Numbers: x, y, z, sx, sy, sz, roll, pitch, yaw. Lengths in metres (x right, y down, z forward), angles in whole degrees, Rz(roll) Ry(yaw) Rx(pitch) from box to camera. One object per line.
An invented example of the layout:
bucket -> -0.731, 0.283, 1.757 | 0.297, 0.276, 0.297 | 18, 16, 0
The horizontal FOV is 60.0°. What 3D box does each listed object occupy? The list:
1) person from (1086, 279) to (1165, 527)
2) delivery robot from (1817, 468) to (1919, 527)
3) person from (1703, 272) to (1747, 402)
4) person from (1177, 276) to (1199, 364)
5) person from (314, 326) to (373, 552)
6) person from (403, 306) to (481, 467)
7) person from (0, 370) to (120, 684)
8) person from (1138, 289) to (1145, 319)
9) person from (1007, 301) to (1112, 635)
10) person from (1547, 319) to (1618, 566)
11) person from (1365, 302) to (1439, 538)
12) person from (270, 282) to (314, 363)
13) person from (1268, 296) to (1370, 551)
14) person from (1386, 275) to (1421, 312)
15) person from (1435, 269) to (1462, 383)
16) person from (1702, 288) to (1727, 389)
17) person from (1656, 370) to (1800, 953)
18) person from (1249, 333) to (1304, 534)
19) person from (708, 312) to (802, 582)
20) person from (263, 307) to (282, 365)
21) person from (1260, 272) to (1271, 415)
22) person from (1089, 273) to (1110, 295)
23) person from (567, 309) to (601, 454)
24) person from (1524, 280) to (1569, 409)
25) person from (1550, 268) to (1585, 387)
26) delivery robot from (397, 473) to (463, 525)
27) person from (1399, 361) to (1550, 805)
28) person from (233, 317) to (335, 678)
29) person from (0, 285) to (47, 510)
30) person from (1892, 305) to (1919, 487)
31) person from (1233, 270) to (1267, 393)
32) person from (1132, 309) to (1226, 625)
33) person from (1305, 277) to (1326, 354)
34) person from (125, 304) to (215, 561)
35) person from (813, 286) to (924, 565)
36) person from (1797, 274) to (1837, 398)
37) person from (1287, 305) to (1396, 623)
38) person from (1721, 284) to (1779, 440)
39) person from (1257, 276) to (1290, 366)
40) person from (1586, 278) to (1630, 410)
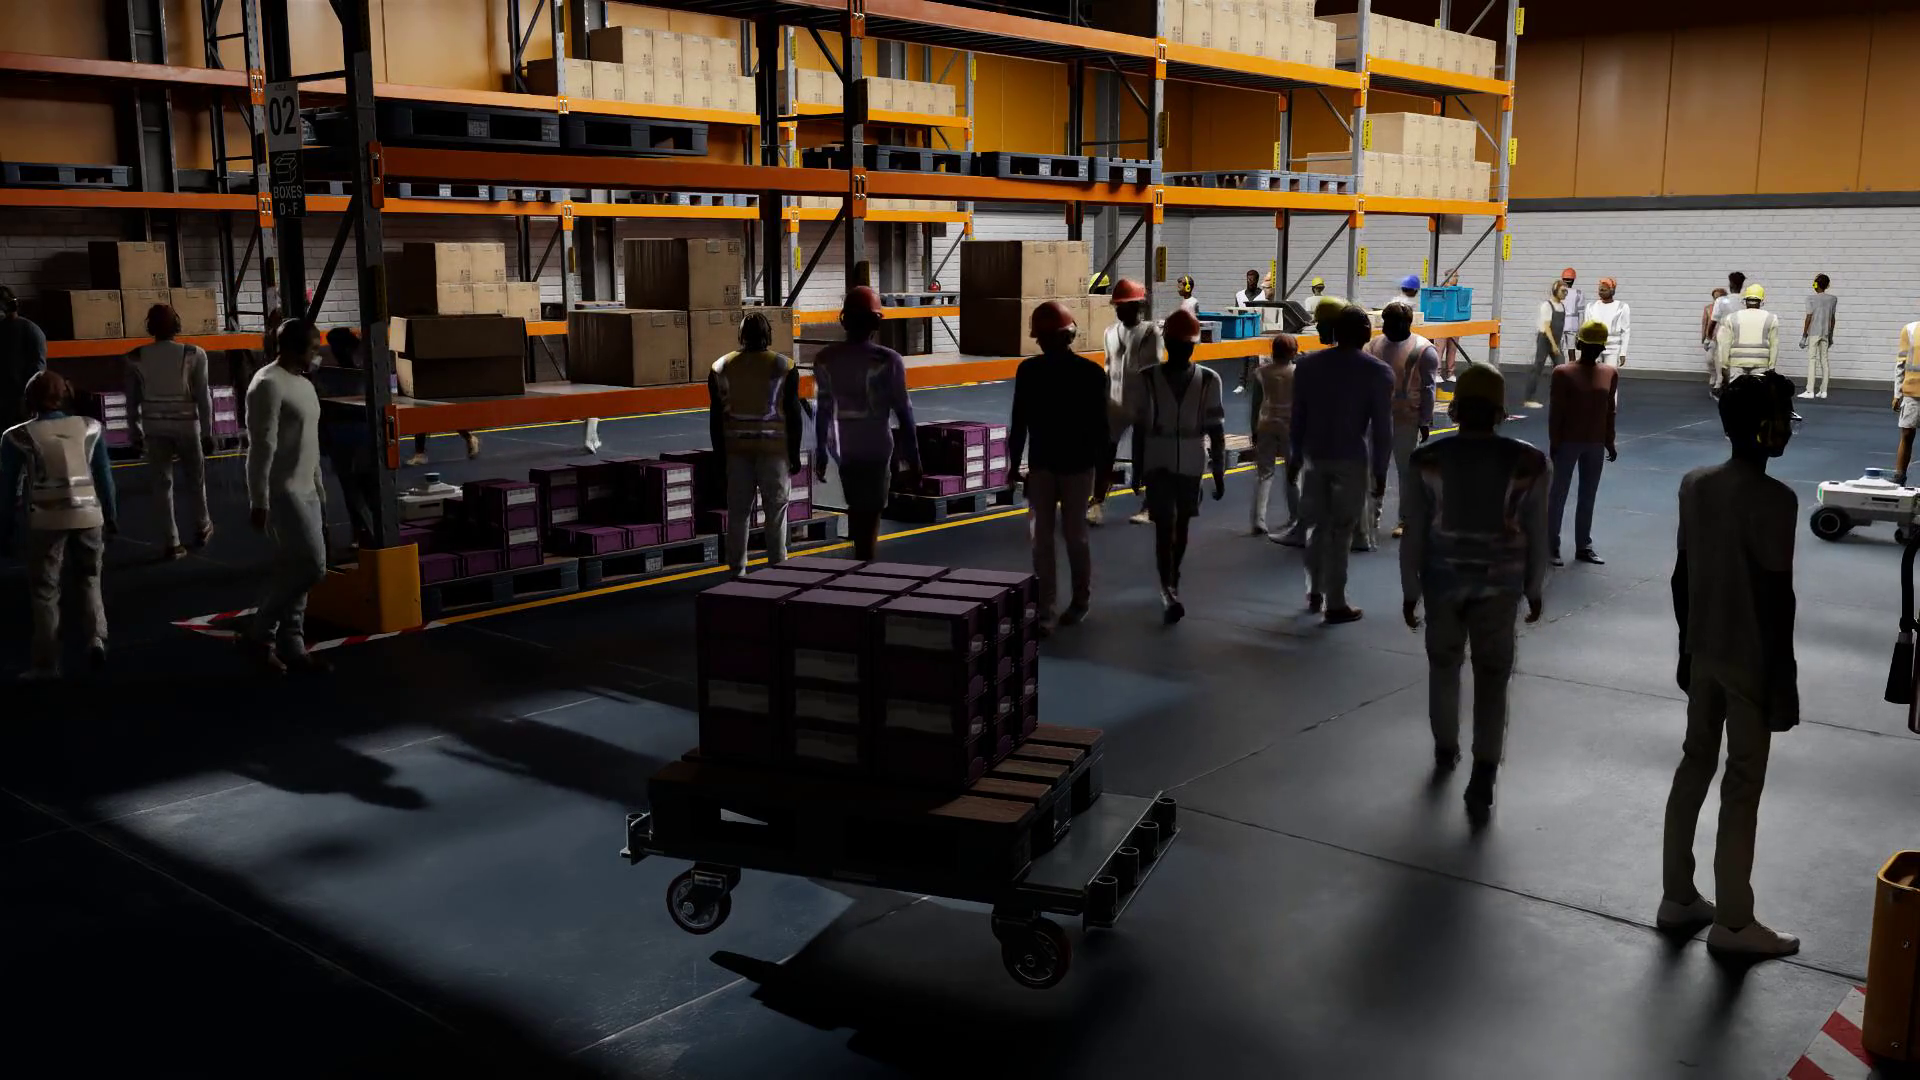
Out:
person -> 1.307, -1.078, 13.366 | 0.613, 2.003, 0.976 | 8, 13, 38
delivery robot -> 7.033, -0.313, 12.849 | 0.707, 0.478, 0.477 | 7, 12, 35
person -> 11.143, -2.918, 24.085 | 0.606, 1.912, 1.008 | -1, 10, -6
person -> 3.195, -2.771, 23.410 | 0.317, 1.861, 0.519 | -1, 10, -8
person -> -4.517, -0.736, 12.327 | 0.533, 1.681, 0.368 | 1, 10, 6
person -> -5.455, -1.615, 17.380 | 0.535, 1.664, 0.790 | 7, 12, 37
person -> -4.672, -0.067, 8.644 | 0.392, 1.627, 0.589 | 9, 13, 41
person -> 2.236, -2.391, 21.598 | 0.570, 1.731, 0.650 | 10, 14, 43
person -> 0.567, -0.430, 9.830 | 0.661, 1.955, 0.658 | 5, 11, 27
person -> 4.435, -0.689, 11.839 | 0.524, 1.759, 0.328 | -2, 10, -11
person -> 3.393, -0.936, 13.016 | 0.622, 1.840, 0.430 | 9, 13, 41
person -> -6.423, -1.528, 16.021 | 0.530, 1.958, 0.633 | -1, 10, -6
person -> 2.723, -0.868, 12.458 | 0.853, 1.886, 0.605 | 5, 11, 27
person -> 6.156, -2.742, 23.177 | 0.999, 1.886, 0.624 | -4, 11, -20
person -> 8.229, -3.594, 27.958 | 0.654, 1.908, 0.404 | -5, 11, -24
person -> 12.195, -3.241, 26.729 | 0.539, 1.624, 0.424 | 9, 13, 41
person -> 2.509, 0.392, 5.361 | 0.329, 1.872, 0.508 | -3, 10, -17
person -> 2.547, -0.852, 13.259 | 0.523, 1.587, 0.872 | 5, 11, 25
person -> -1.341, -0.581, 11.017 | 0.626, 1.836, 0.428 | 2, 10, 11
person -> -7.288, -1.688, 17.904 | 0.497, 1.629, 0.276 | 6, 12, 33
person -> 4.105, -2.549, 21.917 | 0.358, 1.938, 0.542 | -3, 10, -17
person -> 1.919, -2.653, 22.560 | 0.589, 1.919, 0.391 | 8, 13, 39
person -> -4.107, -1.766, 18.443 | 0.493, 1.588, 0.862 | 1, 10, 5
person -> 8.311, -2.700, 23.160 | 0.509, 1.793, 0.972 | -6, 12, -32
person -> 9.747, -3.400, 26.762 | 0.542, 1.938, 0.358 | 3, 10, 17
delivery robot -> -3.973, -0.263, 12.565 | 0.477, 0.478, 0.707 | 10, 14, 44
person -> 2.121, 0.162, 6.887 | 0.590, 1.802, 0.889 | 3, 10, 18
person -> -3.502, -0.211, 8.734 | 0.427, 1.894, 0.707 | 0, 10, -3
person -> -8.162, -1.221, 14.355 | 0.630, 1.938, 0.373 | 3, 10, 14
person -> 8.665, -1.313, 14.908 | 0.543, 1.928, 0.374 | 8, 13, 37
person -> 4.539, -3.229, 25.838 | 0.597, 1.917, 0.375 | 5, 11, 28
person -> 1.334, -0.455, 10.141 | 0.561, 1.877, 1.045 | 0, 10, 1
person -> 6.002, -3.538, 28.035 | 0.533, 1.767, 0.326 | -4, 11, -23
person -> -5.806, -0.811, 12.295 | 0.595, 1.834, 0.976 | -3, 10, -15
person -> -0.550, -0.554, 10.301 | 0.660, 2.020, 0.561 | 5, 11, 28
person -> 12.907, -3.066, 25.048 | 0.521, 1.873, 0.335 | -1, 10, -5
person -> 2.324, -0.460, 10.134 | 0.651, 1.911, 0.606 | 7, 12, 34
person -> 9.274, -2.081, 19.549 | 0.598, 1.830, 0.403 | 4, 11, 24
person -> 3.933, -2.363, 20.954 | 0.400, 1.905, 0.644 | -4, 11, -23
person -> 8.205, -2.391, 21.176 | 0.576, 1.881, 0.354 | 10, 14, 44
